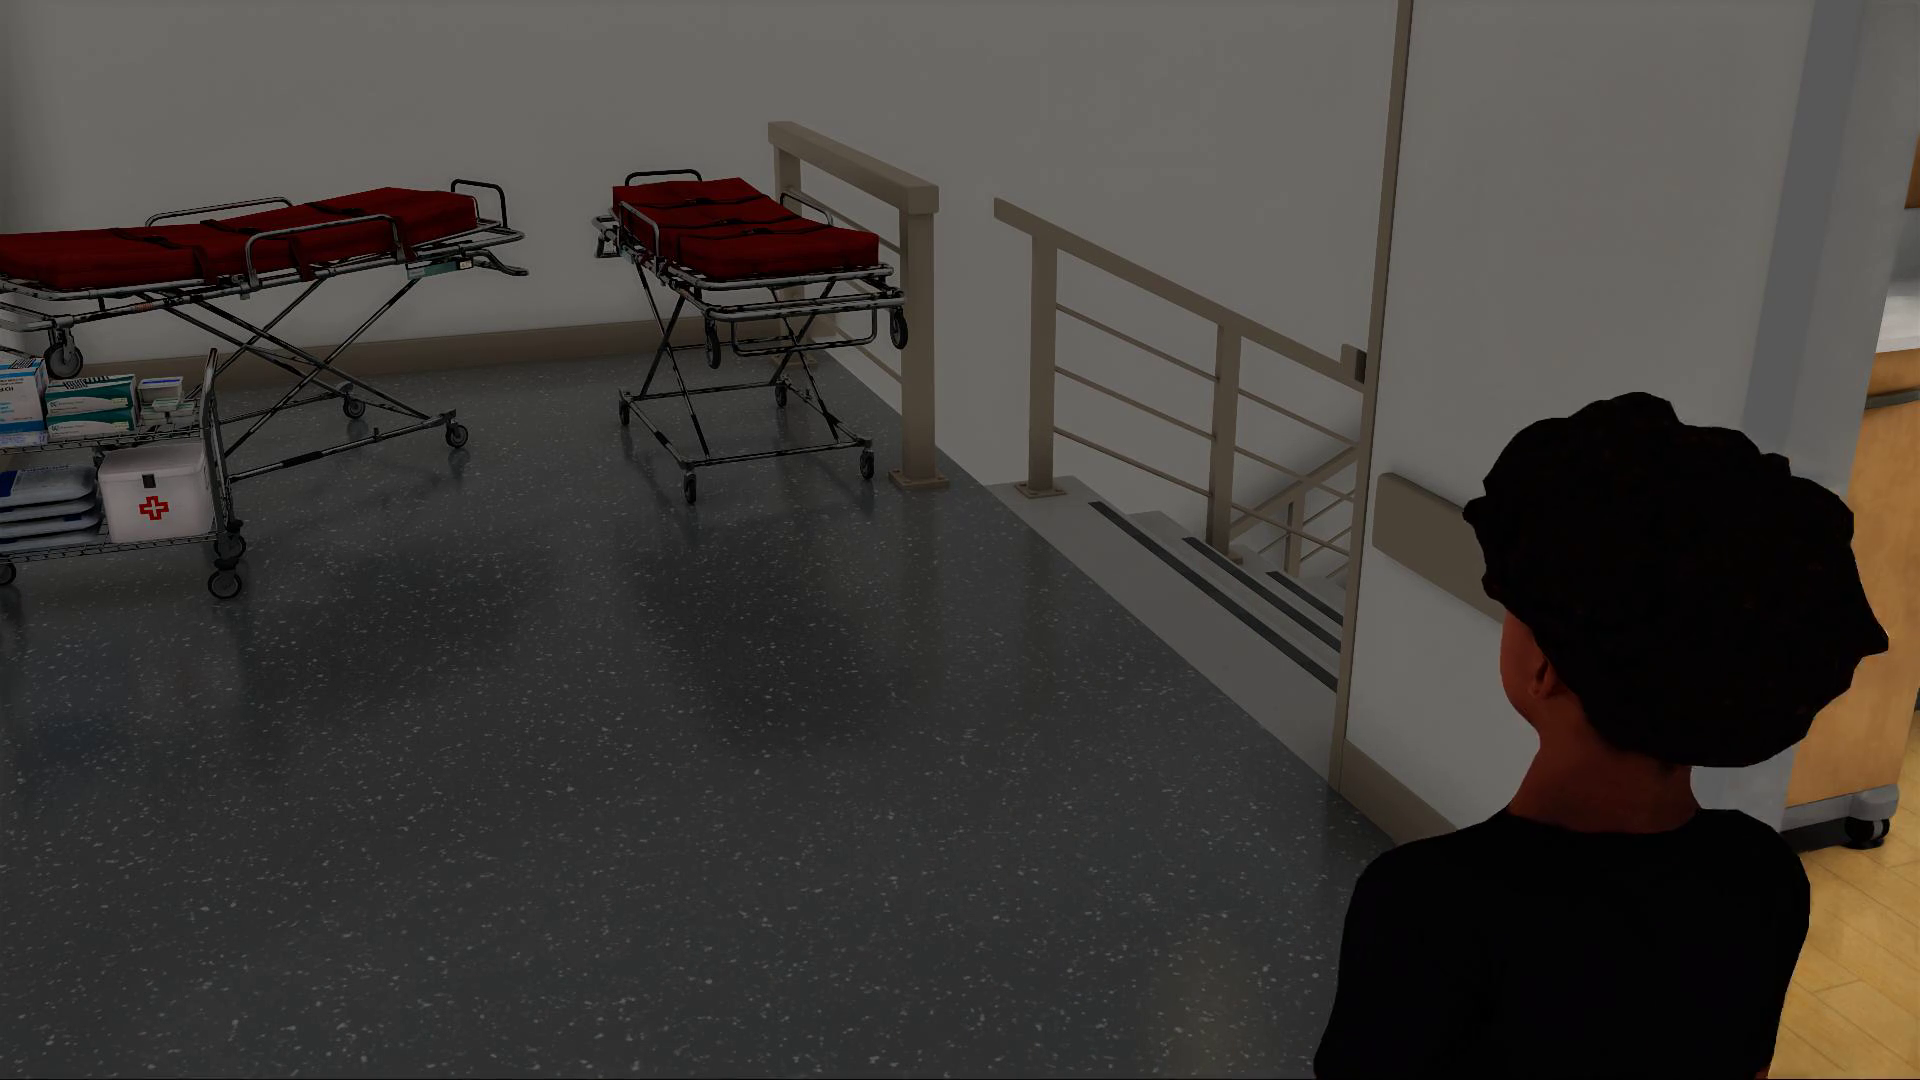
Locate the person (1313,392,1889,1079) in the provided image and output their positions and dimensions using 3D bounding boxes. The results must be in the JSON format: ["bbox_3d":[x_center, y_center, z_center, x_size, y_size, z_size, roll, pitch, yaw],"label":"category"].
[{"bbox_3d":[0.508,0.775,1.447,0.612,1.788,0.954,-8,22,-20],"label":"person"}]
